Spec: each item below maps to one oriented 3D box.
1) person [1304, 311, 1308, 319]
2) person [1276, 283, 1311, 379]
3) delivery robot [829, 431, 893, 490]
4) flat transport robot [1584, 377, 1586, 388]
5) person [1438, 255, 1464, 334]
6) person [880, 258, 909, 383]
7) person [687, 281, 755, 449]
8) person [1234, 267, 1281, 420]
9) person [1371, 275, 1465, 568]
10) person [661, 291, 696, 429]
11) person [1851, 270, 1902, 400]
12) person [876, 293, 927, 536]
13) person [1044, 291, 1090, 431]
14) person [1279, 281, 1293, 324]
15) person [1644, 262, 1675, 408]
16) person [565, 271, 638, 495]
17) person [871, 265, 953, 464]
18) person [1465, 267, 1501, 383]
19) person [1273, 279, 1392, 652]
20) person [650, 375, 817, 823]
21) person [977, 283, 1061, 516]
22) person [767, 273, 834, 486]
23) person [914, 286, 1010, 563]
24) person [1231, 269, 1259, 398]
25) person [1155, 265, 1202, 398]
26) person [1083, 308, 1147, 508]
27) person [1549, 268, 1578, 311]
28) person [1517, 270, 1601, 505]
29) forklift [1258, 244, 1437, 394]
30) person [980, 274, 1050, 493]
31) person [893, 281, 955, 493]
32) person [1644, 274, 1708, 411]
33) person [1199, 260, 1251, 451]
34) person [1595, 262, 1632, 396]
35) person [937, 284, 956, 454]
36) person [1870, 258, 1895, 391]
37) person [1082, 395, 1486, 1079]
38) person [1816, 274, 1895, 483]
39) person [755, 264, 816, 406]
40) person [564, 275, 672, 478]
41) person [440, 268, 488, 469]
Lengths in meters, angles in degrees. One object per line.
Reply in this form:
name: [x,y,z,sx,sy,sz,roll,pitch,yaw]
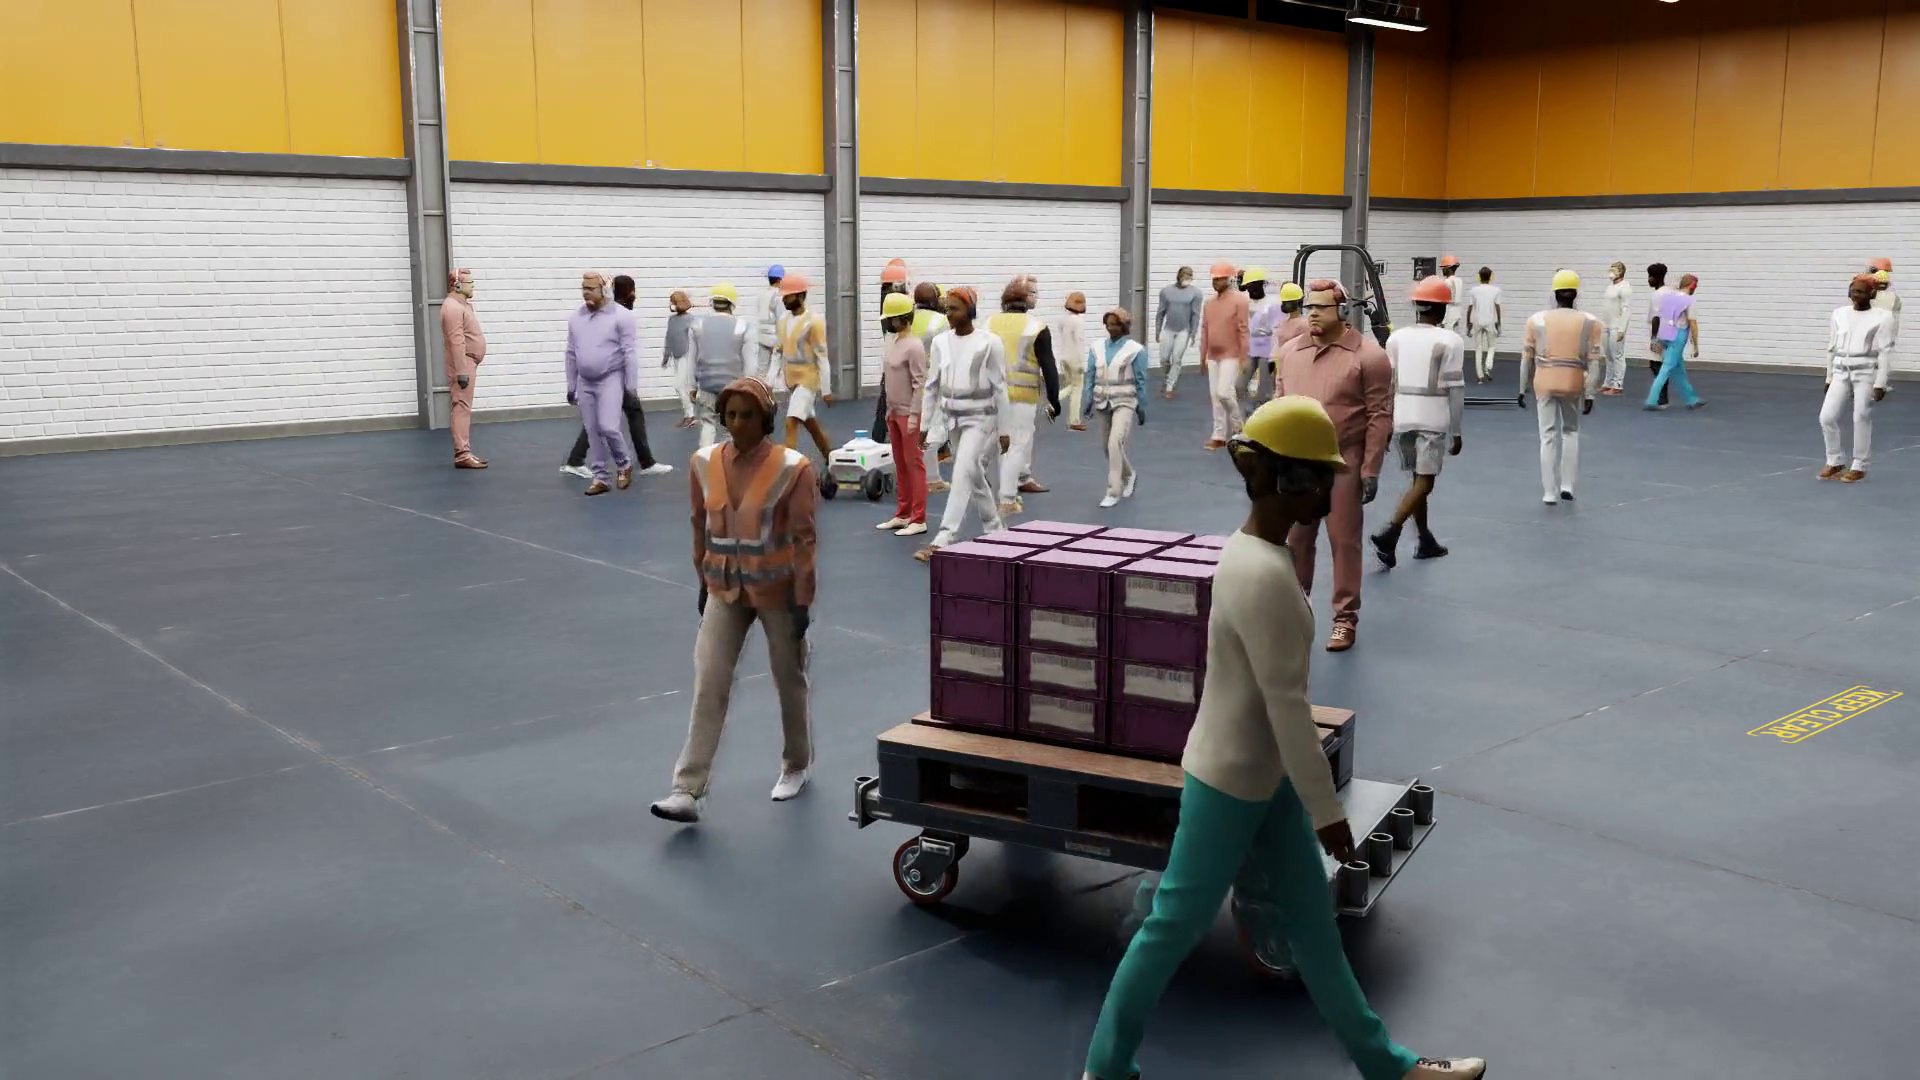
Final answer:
person: [4.343,-2.227,20.083,0.876,1.640,0.546,-5,11,-25]
person: [3.183,-1.576,15.987,0.329,1.763,0.523,-3,10,-16]
delivery robot: [-0.826,-0.677,13.970,0.477,0.478,0.707,3,10,18]
flat transport robot: [9.329,-2.479,25.630,0.652,0.197,1.431,3,10,19]
person: [7.802,-3.533,26.616,0.392,2.041,0.615,7,12,37]
person: [-0.881,-2.893,23.010,0.390,1.995,0.613,-6,11,-30]
person: [-2.117,-1.368,14.641,0.610,1.807,0.678,0,10,2]
person: [3.281,-2.060,18.404,0.546,1.897,0.617,-6,11,-31]
person: [2.980,-0.769,10.863,0.884,1.908,0.554,-9,13,-42]
person: [-3.279,-2.105,19.519,0.449,1.619,0.510,-8,13,-39]
person: [12.869,-2.870,23.384,0.596,1.828,0.403,0,10,2]
person: [-0.423,-0.909,12.094,0.328,1.760,0.523,-4,11,-24]
person: [1.262,-2.062,19.222,0.446,1.622,0.513,-4,11,-24]
person: [5.220,-3.310,26.511,0.278,1.633,0.507,9,13,44]
person: [9.403,-2.741,22.309,0.490,1.941,0.637,8,13,40]
person: [-3.057,-1.319,14.081,0.674,1.892,0.421,4,10,21]
person: [-0.538,-1.670,16.029,1.018,1.948,0.614,-3,10,-15]
person: [8.342,-3.416,26.513,0.547,1.847,0.405,3,10,19]
person: [1.866,-0.382,8.571,0.643,1.908,0.399,8,13,40]
person: [-0.769,0.221,5.941,0.535,1.589,0.845,3,10,18]
person: [0.468,-1.112,13.126,0.650,1.805,0.762,5,11,28]
person: [-1.377,-1.368,14.442,0.981,1.884,0.534,-8,12,-38]
person: [0.022,-0.772,11.101,0.595,1.828,1.004,8,13,41]
person: [4.052,-2.938,23.768,0.619,1.836,0.431,6,12,33]
person: [3.128,-2.966,23.756,0.662,1.894,0.512,3,10,18]
person: [1.307,-1.102,13.629,0.501,1.606,0.759,7,12,36]
person: [8.700,-2.987,24.006,0.533,1.843,0.700,-4,10,-20]
person: [4.896,-1.251,13.642,0.594,1.907,0.579,2,10,13]
forklift: [5.256,-2.933,22.661,2.313,2.155,1.214,3,10,16]
person: [0.383,-1.329,14.254,0.730,1.874,0.663,0,10,2]
person: [-0.306,-1.260,13.973,0.630,1.818,0.769,9,14,44]
person: [9.397,-2.564,21.705,0.953,1.779,0.578,-1,10,-8]
person: [2.724,-1.907,17.272,0.434,1.980,0.648,-7,12,-36]
person: [9.523,-3.069,24.221,0.370,1.938,0.641,-1,10,-3]
person: [-0.244,-1.725,16.910,0.485,1.744,0.294,5,11,27]
person: [13.504,-3.171,24.637,0.987,2.007,0.621,-3,10,-16]
person: [0.721,0.535,3.787,0.942,1.701,0.543,2,10,14]
person: [7.923,-1.422,14.783,0.608,1.860,0.606,-6,11,-32]
person: [-2.307,-2.572,21.372,0.965,1.898,0.630,-8,12,-39]
person: [-3.196,-1.495,15.249,0.993,1.862,0.611,-7,12,-35]
person: [-4.739,-1.638,15.924,0.409,1.909,0.641,-3,10,-14]
